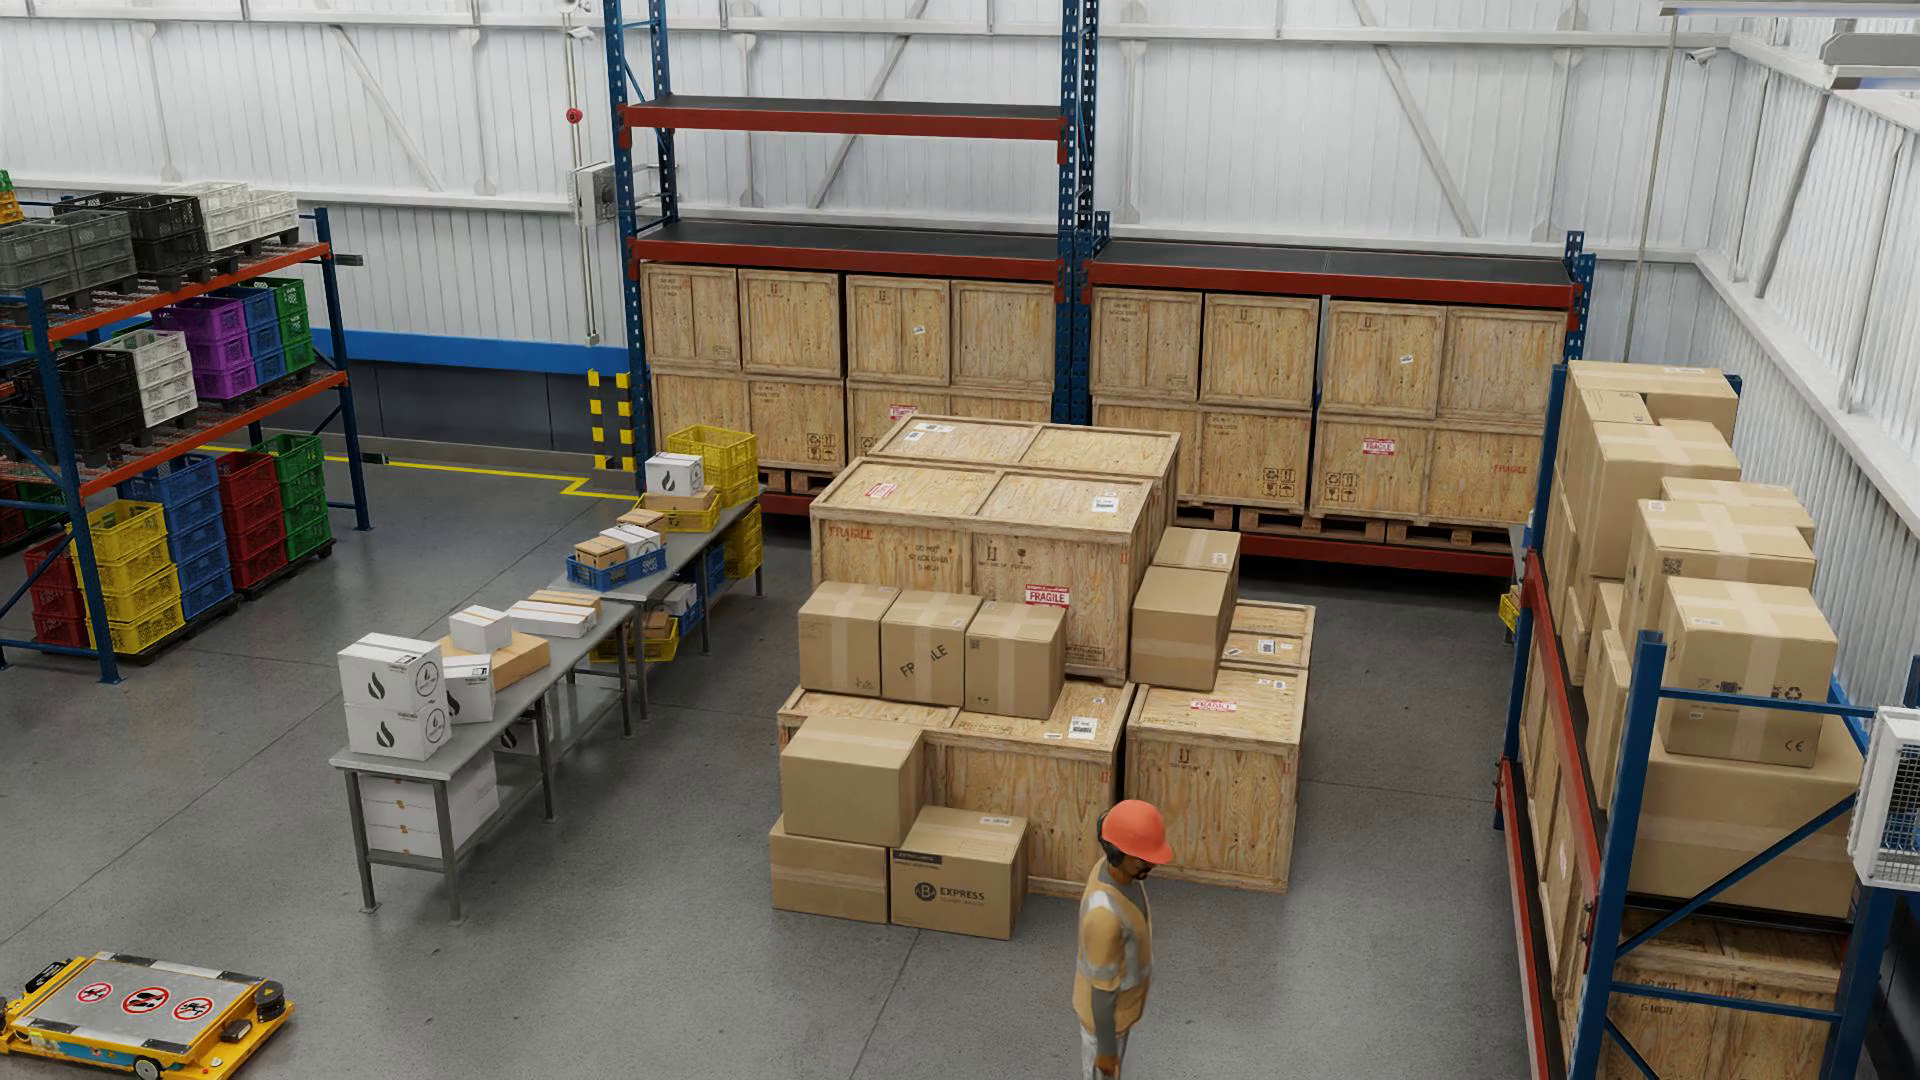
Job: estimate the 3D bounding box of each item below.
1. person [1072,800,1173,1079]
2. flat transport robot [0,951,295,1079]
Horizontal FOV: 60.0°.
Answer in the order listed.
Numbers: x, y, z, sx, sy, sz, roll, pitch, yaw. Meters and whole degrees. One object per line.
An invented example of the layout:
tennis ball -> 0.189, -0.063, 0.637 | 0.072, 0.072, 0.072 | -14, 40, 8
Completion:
person -> 0.697, 2.033, 7.258 | 0.400, 2.034, 0.607 | 5, 21, 12
flat transport robot -> -4.270, 2.464, 8.601 | 1.431, 0.231, 0.659 | 5, 22, 13
